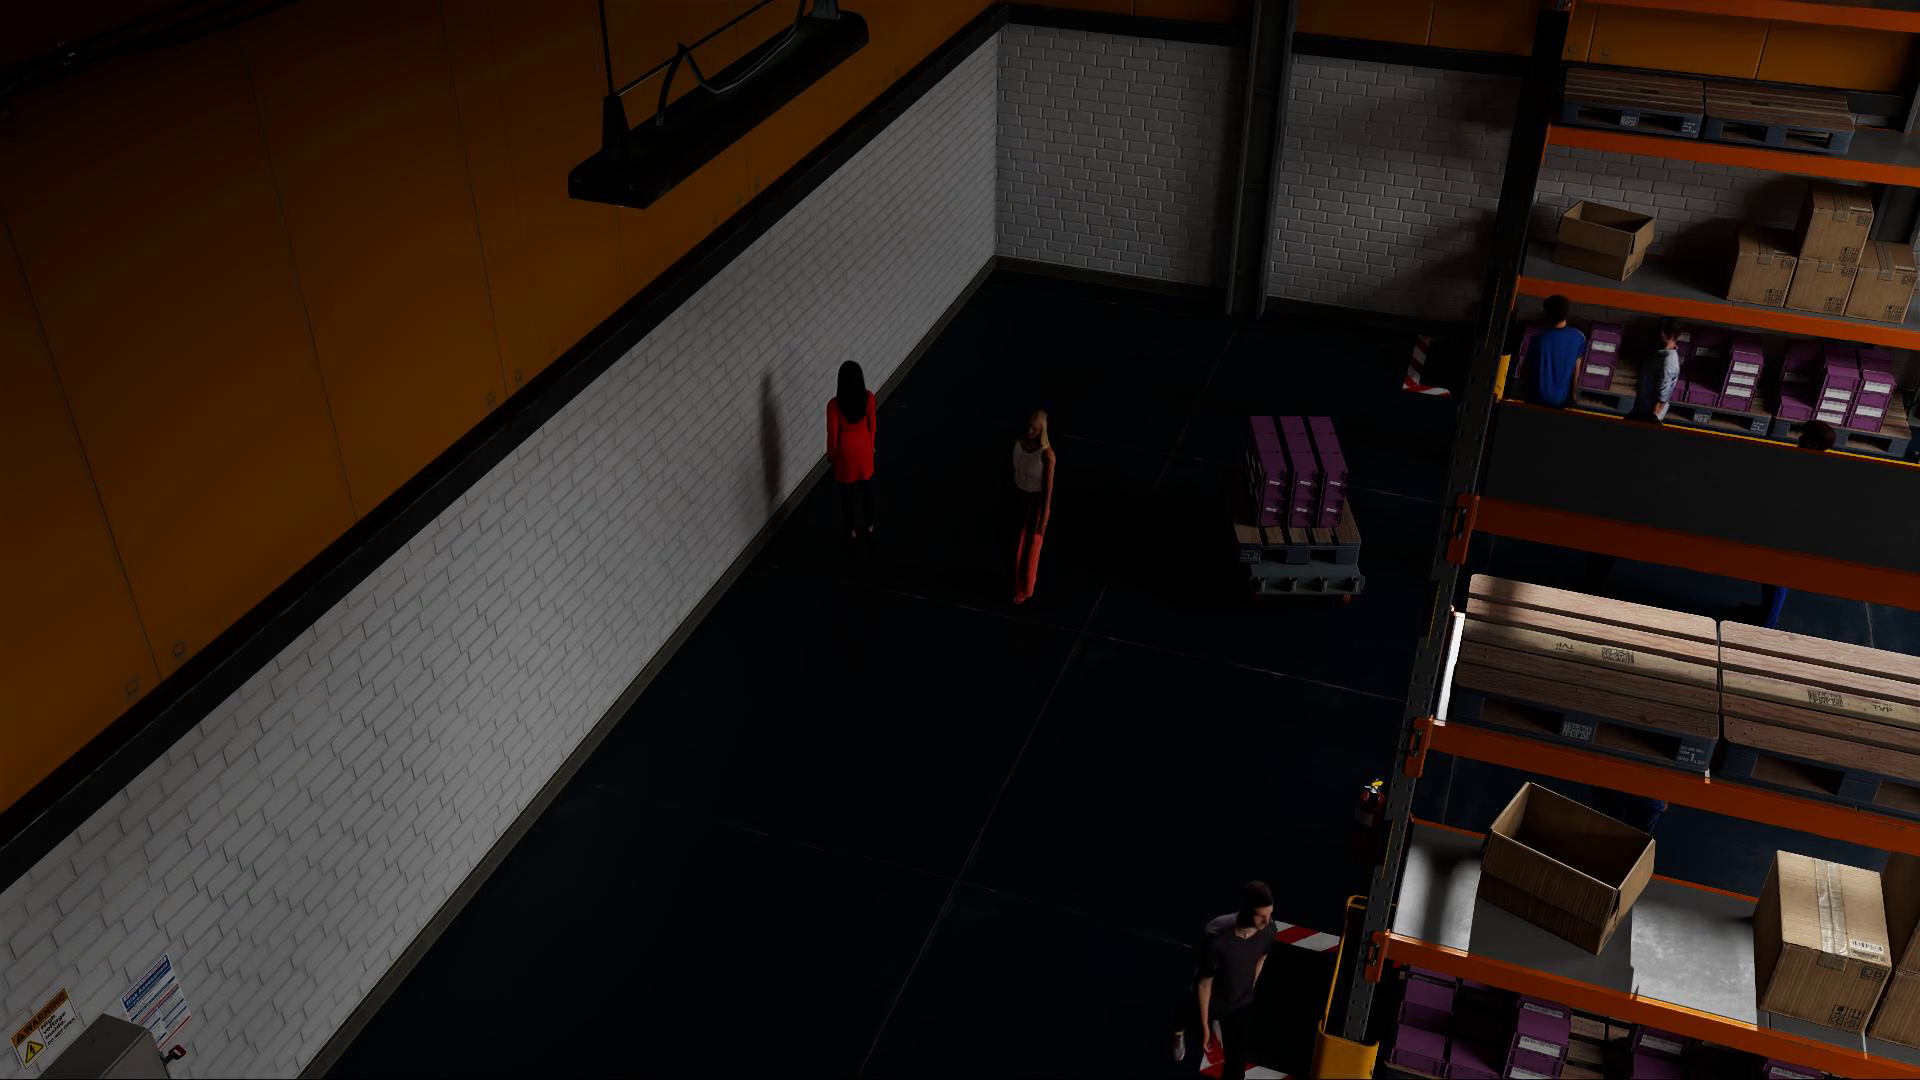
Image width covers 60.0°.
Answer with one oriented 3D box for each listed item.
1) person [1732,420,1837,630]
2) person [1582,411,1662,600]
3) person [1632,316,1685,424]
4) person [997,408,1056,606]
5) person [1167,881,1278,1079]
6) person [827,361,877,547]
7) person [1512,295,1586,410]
[{"bbox_3d":[6.491,-0.084,13.000,0.712,1.888,0.734,21,39,28],"label":"person"},{"bbox_3d":[5.274,-0.245,13.339,0.646,1.781,0.660,5,34,8],"label":"person"},{"bbox_3d":[6.052,-1.115,14.588,0.553,1.847,0.667,8,35,12],"label":"person"},{"bbox_3d":[0.558,-0.297,13.408,0.734,1.792,0.802,27,42,34],"label":"person"},{"bbox_3d":[1.418,2.495,9.281,1.222,1.711,1.140,-6,34,-8],"label":"person"},{"bbox_3d":[-0.903,-0.735,14.106,0.733,1.748,0.787,-17,37,-24],"label":"person"},{"bbox_3d":[5.231,-1.280,14.842,0.752,1.841,0.848,6,34,8],"label":"person"}]
